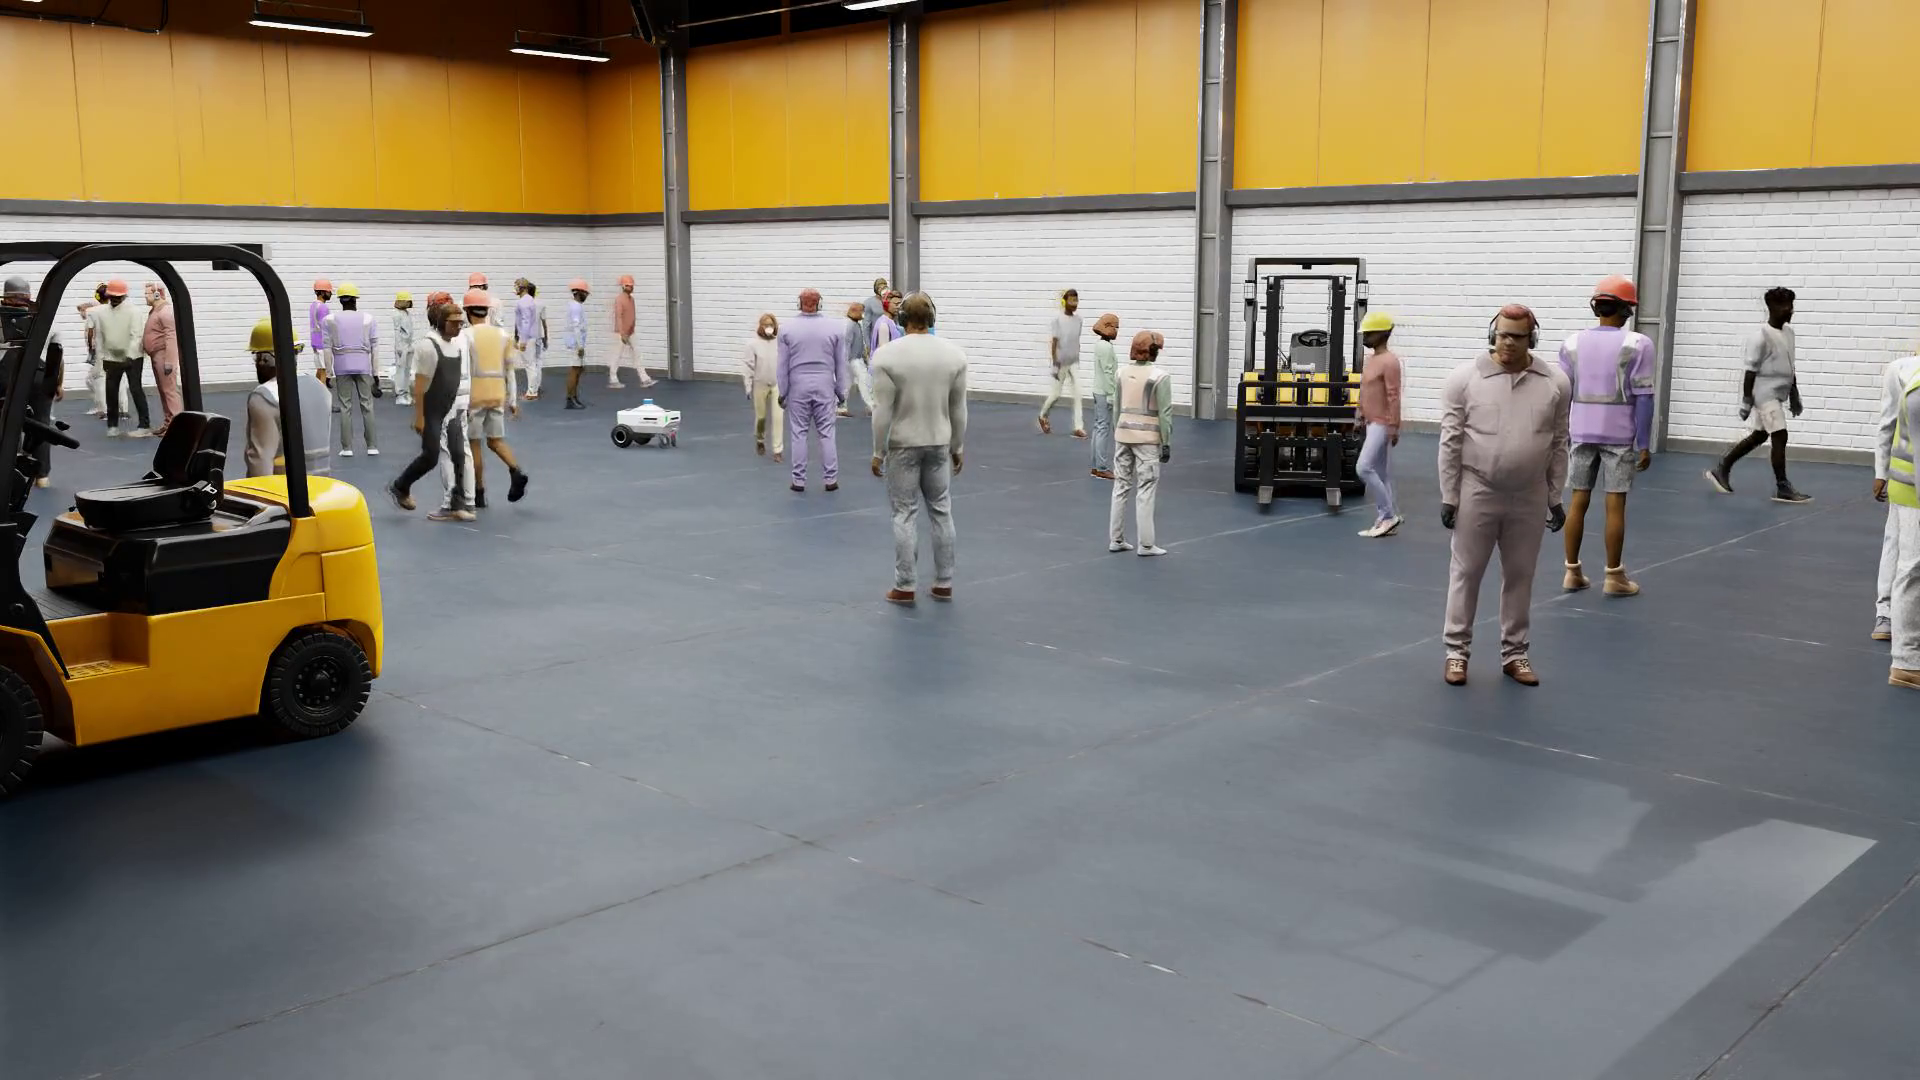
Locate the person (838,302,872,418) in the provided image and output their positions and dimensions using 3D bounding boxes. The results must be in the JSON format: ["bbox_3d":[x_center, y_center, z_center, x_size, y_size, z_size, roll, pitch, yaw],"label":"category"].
[{"bbox_3d":[-1.349,-2.480,23.041,0.801,1.593,0.527,1,9,9],"label":"person"}]

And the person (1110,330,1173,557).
[{"bbox_3d":[1.309,-0.698,12.059,0.326,1.631,0.522,-9,13,-43],"label":"person"}]

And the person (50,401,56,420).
[{"bbox_3d":[-12.504,-2.374,22.446,0.573,1.601,0.619,-7,11,-35],"label":"person"}]

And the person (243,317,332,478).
[{"bbox_3d":[-3.486,-0.238,8.639,0.403,1.826,0.599,2,9,12],"label":"person"}]

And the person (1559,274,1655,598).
[{"bbox_3d":[4.097,-0.659,10.554,0.615,2.038,0.396,9,13,44],"label":"person"}]

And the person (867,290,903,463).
[{"bbox_3d":[-0.786,-1.739,17.785,0.396,1.840,0.565,0,9,2],"label":"person"}]

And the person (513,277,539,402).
[{"bbox_3d":[-6.775,-3.125,25.985,0.377,1.940,0.629,-1,9,-6],"label":"person"}]

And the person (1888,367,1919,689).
[{"bbox_3d":[4.849,-0.183,8.259,0.430,1.839,0.619,6,11,34],"label":"person"}]

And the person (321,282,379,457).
[{"bbox_3d":[-6.715,-1.873,18.355,0.589,1.924,0.384,-4,10,-25],"label":"person"}]

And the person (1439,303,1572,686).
[{"bbox_3d":[2.706,-0.216,8.271,0.642,1.902,0.399,0,9,3],"label":"person"}]

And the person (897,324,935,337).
[{"bbox_3d":[-0.570,-2.305,21.695,0.541,1.696,0.315,1,9,9],"label":"person"}]

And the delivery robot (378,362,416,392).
[{"bbox_3d":[-9.125,-2.630,26.893,0.477,0.478,0.707,2,9,13],"label":"delivery robot"}]

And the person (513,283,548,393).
[{"bbox_3d":[-7.094,-3.301,27.378,0.515,1.844,0.775,-5,11,-28],"label":"person"}]

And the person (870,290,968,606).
[{"bbox_3d":[-0.253,-0.559,10.253,0.635,1.937,0.353,-4,10,-23],"label":"person"}]

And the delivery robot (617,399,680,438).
[{"bbox_3d":[-3.611,-1.393,19.312,0.707,0.478,0.477,4,10,21],"label":"delivery robot"}]

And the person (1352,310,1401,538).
[{"bbox_3d":[3.196,-0.875,12.761,0.400,1.755,0.524,0,9,-3],"label":"person"}]

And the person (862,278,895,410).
[{"bbox_3d":[-1.171,-2.874,24.443,0.627,1.940,0.372,-9,13,-44],"label":"person"}]

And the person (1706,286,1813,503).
[{"bbox_3d":[7.226,-1.320,14.975,0.602,1.934,0.967,-8,12,-41],"label":"person"}]

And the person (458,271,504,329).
[{"bbox_3d":[-6.620,-2.688,23.035,0.606,2.038,0.394,-1,9,-9],"label":"person"}]

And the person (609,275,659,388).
[{"bbox_3d":[-5.706,-3.596,28.825,0.959,1.947,0.655,3,10,19],"label":"person"}]

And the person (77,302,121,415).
[{"bbox_3d":[-12.167,-2.550,23.492,0.649,1.593,0.532,-8,12,-40],"label":"person"}]

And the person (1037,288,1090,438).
[{"bbox_3d":[1.285,-2.191,20.569,0.517,1.840,0.888,-6,11,-31],"label":"person"}]

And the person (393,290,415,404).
[{"bbox_3d":[-8.514,-2.955,25.541,0.324,1.742,0.492,1,9,5],"label":"person"}]

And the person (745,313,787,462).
[{"bbox_3d":[-2.091,-1.674,18.120,0.509,1.609,0.746,-2,9,-11],"label":"person"}]

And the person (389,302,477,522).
[{"bbox_3d":[-4.354,-1.046,13.653,0.766,1.810,0.533,4,10,25],"label":"person"}]

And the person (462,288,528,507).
[{"bbox_3d":[-4.079,-1.213,14.361,0.623,1.916,0.563,9,13,43],"label":"person"}]

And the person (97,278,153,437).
[{"bbox_3d":[-10.342,-2.235,20.448,0.632,1.962,0.485,1,9,3],"label":"person"}]

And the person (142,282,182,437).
[{"bbox_3d":[-9.881,-2.226,20.572,0.402,1.906,0.652,-7,12,-36],"label":"person"}]

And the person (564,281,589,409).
[{"bbox_3d":[-5.698,-2.897,24.770,0.392,1.892,0.703,-3,10,-17],"label":"person"}]

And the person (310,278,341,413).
[{"bbox_3d":[-9.175,-2.807,24.038,0.375,1.935,0.551,-7,11,-35],"label":"person"}]

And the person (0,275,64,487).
[{"bbox_3d":[-8.933,-1.526,15.868,0.699,2.000,0.679,-6,11,-32],"label":"person"}]

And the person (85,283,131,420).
[{"bbox_3d":[-11.718,-2.587,22.892,0.531,1.872,0.318,-5,11,-29],"label":"person"}]

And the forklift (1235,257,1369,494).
[{"bbox_3d":[3.309,-1.629,16.029,1.214,2.155,2.313,2,9,11],"label":"forklift"}]

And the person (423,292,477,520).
[{"bbox_3d":[-4.233,-1.102,13.746,0.337,1.882,0.584,2,10,15],"label":"person"}]

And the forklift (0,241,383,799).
[{"bbox_3d":[-3.706,-0.171,7.093,1.214,2.155,2.313,9,13,43],"label":"forklift"}]

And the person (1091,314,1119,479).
[{"bbox_3d":[1.443,-1.420,16.466,0.288,1.633,0.497,-1,9,-5],"label":"person"}]

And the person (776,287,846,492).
[{"bbox_3d":[-1.387,-1.401,15.516,0.651,1.906,0.403,-2,9,-10],"label":"person"}]

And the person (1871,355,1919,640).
[{"bbox_3d":[5.378,-0.363,9.209,0.573,1.887,0.353,4,10,21],"label":"person"}]
